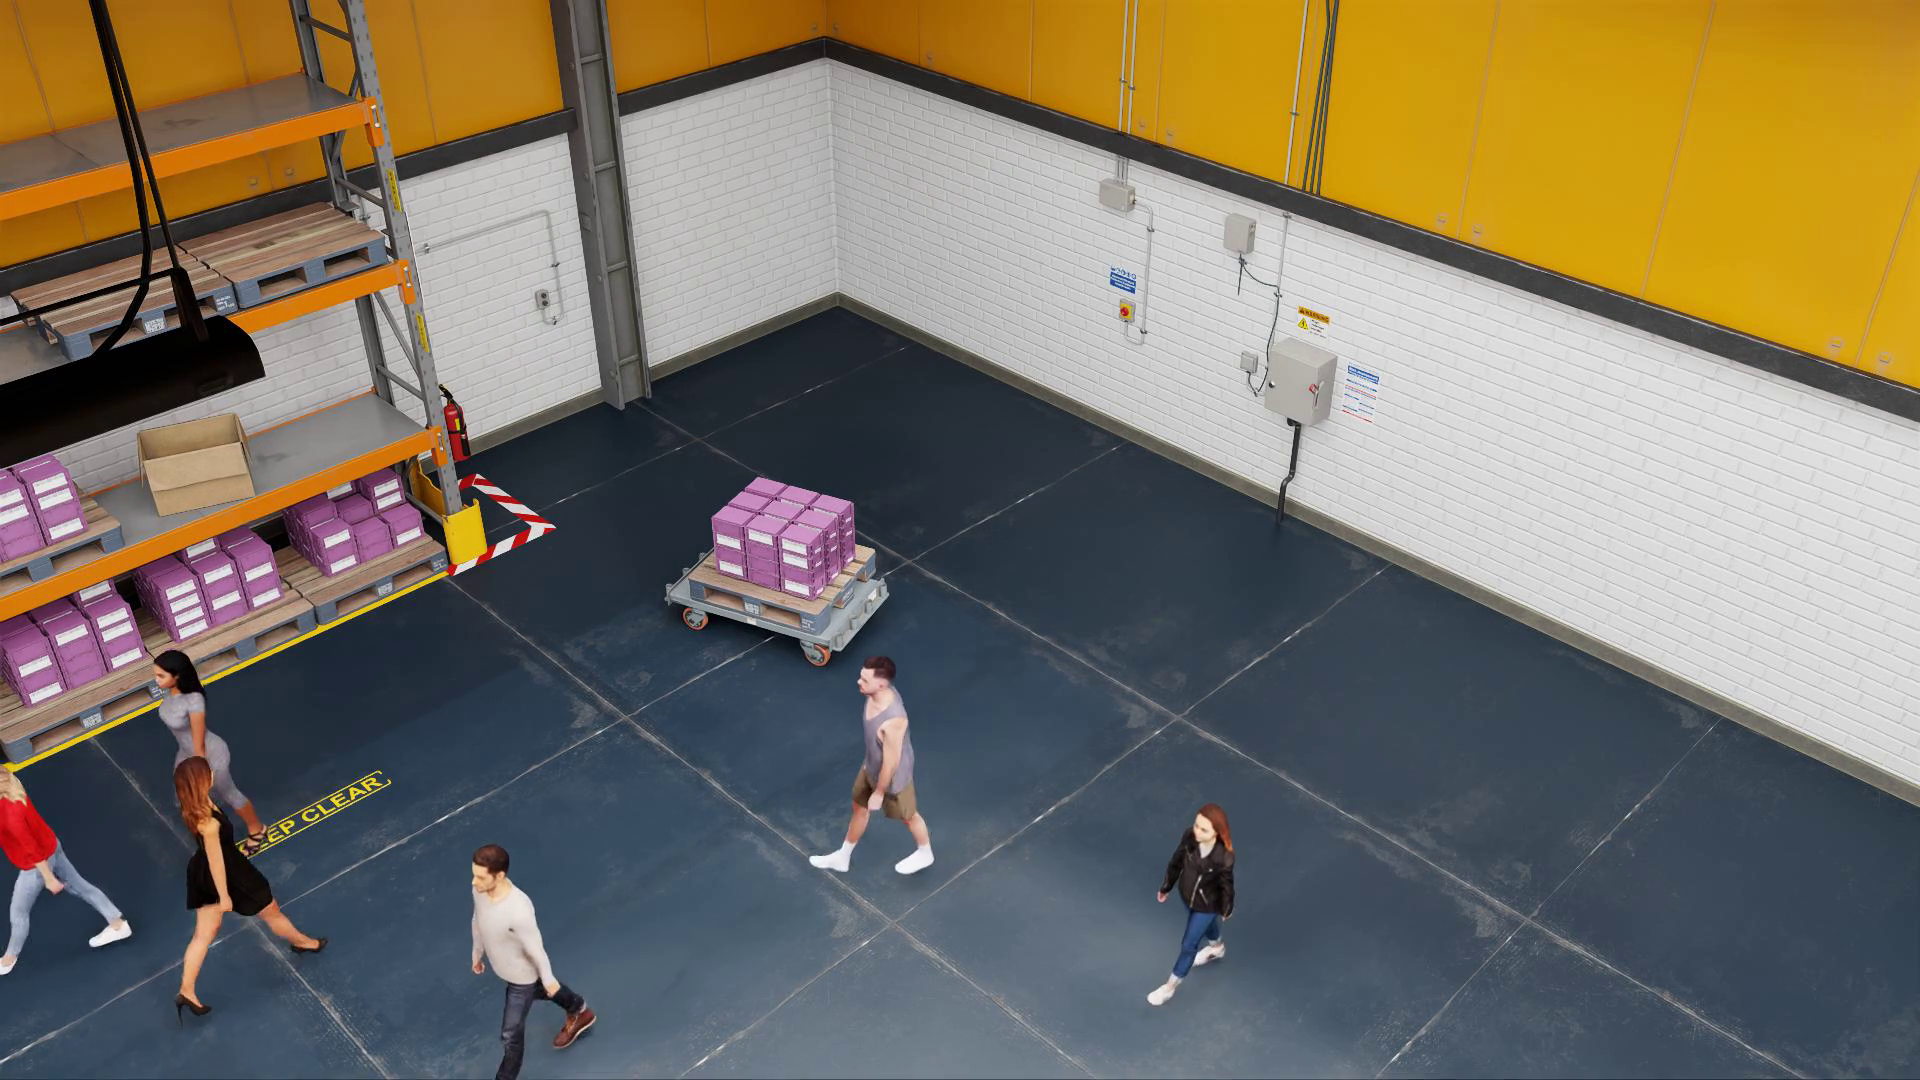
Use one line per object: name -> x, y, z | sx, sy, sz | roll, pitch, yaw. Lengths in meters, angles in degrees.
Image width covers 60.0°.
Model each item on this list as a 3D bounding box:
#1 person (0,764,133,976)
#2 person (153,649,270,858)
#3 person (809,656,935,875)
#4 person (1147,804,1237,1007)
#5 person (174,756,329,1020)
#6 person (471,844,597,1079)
person -> -5.634, 1.980, 10.349 | 1.208, 1.655, 0.857 | -17, 37, -24
person -> -4.943, 1.426, 11.086 | 0.648, 1.762, 0.770 | 22, 39, 29
person -> -0.370, 1.478, 10.745 | 1.176, 1.810, 0.963 | -10, 35, -15
person -> 1.531, 2.168, 10.264 | 0.997, 1.437, 0.681 | -21, 39, -28
person -> -4.540, 2.127, 10.016 | 1.179, 1.780, 0.611 | -25, 41, -33
person -> -2.464, 2.405, 9.562 | 0.704, 1.820, 1.201 | 27, 42, 34
